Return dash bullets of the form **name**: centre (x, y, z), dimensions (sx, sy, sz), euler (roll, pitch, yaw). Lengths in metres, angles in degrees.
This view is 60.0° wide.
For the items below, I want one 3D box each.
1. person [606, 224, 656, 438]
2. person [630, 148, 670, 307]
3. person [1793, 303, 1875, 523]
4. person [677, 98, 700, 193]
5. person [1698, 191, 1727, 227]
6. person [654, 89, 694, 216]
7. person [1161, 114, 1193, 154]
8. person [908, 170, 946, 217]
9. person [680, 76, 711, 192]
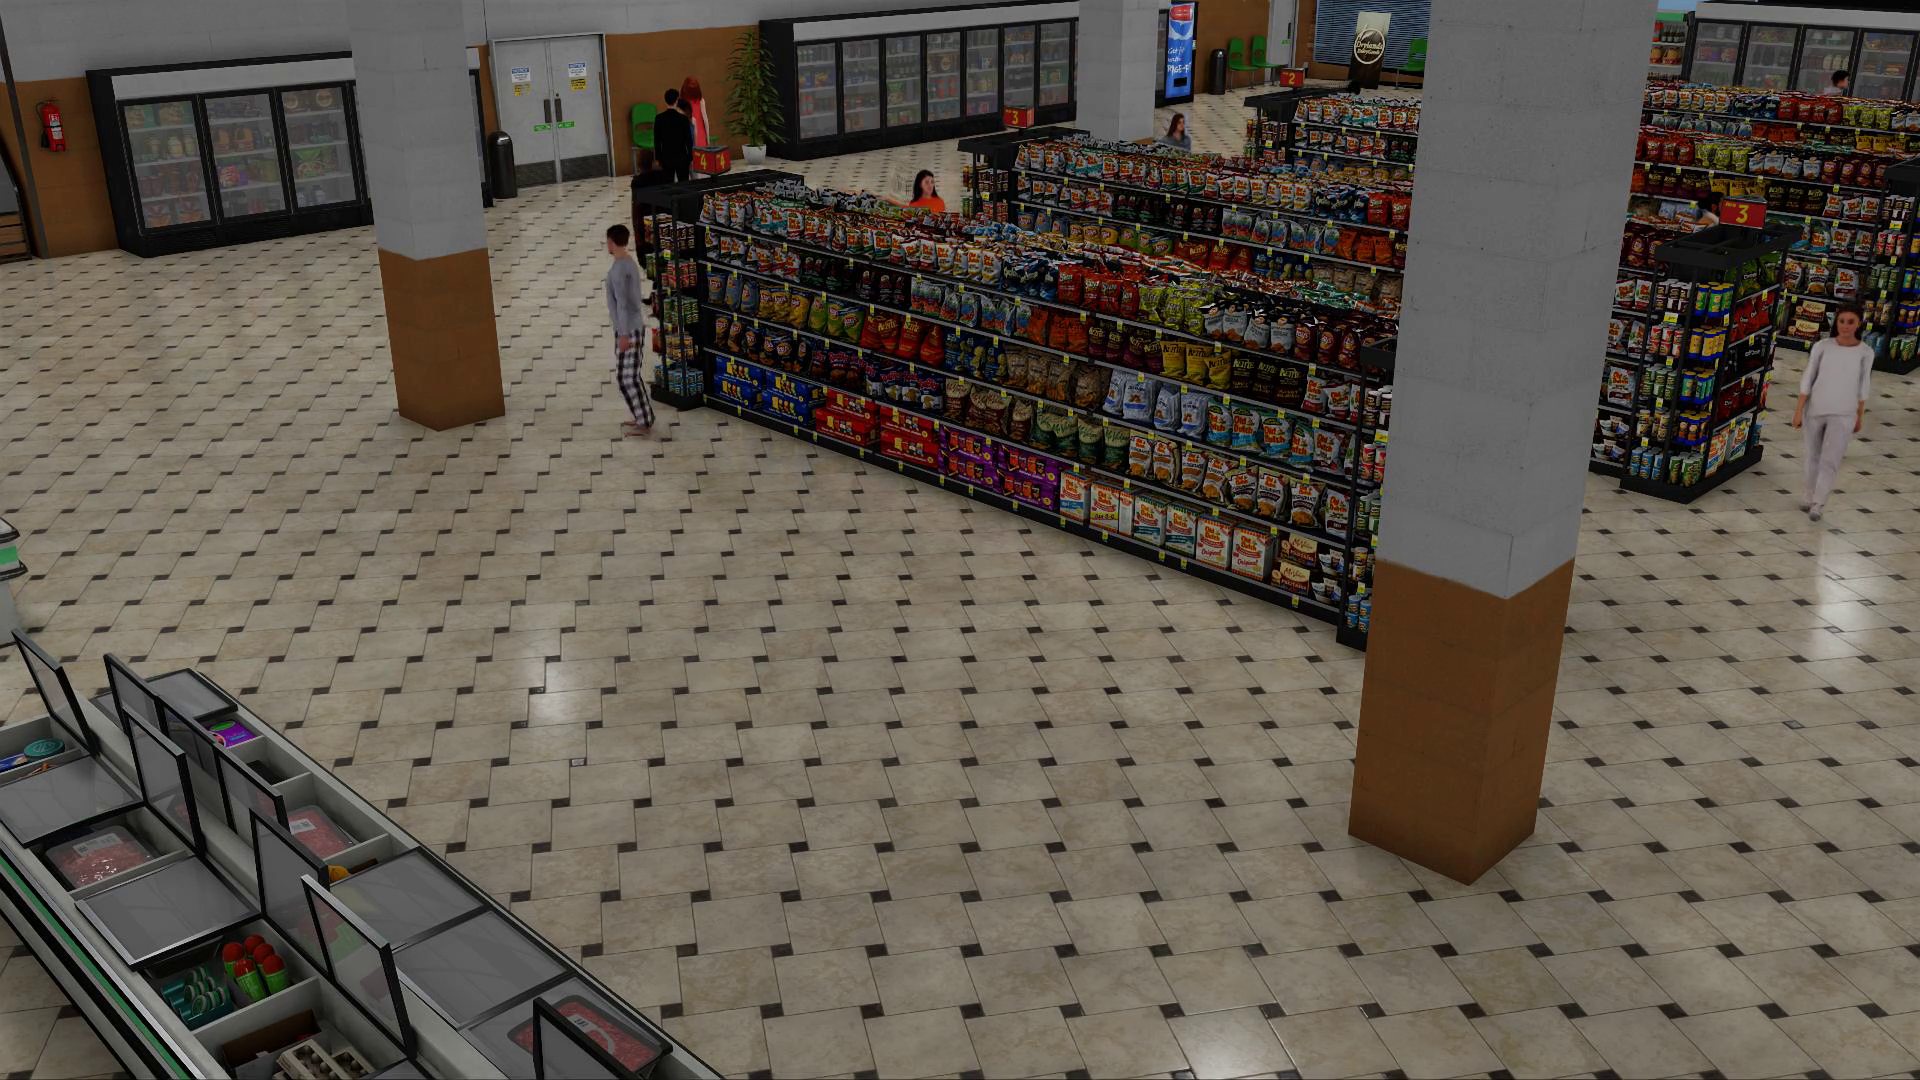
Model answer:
- **person**: centre (-2.884, -1.824, 14.642), dimensions (0.946, 1.801, 0.870), euler (-5, 23, -13)
- **person**: centre (-3.428, -3.487, 18.775), dimensions (0.919, 1.806, 0.677), euler (19, 29, 39)
- **person**: centre (6.686, -0.990, 12.771), dimensions (1.023, 1.649, 0.806), euler (14, 26, 30)
- **person**: centre (-4.037, -5.705, 24.556), dimensions (0.538, 1.610, 0.561), euler (19, 29, 39)
- **person**: centre (7.436, -2.629, 16.711), dimensions (0.703, 1.753, 0.720), euler (10, 24, 24)
- **person**: centre (-3.997, -5.341, 23.275), dimensions (0.767, 1.891, 0.841), euler (1, 22, 3)
- **person**: centre (2.846, -4.886, 22.464), dimensions (0.925, 1.651, 1.195), euler (-9, 23, -20)
- **person**: centre (-0.411, -3.111, 17.965), dimensions (0.846, 1.712, 1.147), euler (-11, 24, -26)
- **person**: centre (-4.045, -6.113, 25.283), dimensions (0.658, 1.826, 0.740), euler (2, 22, 5)
